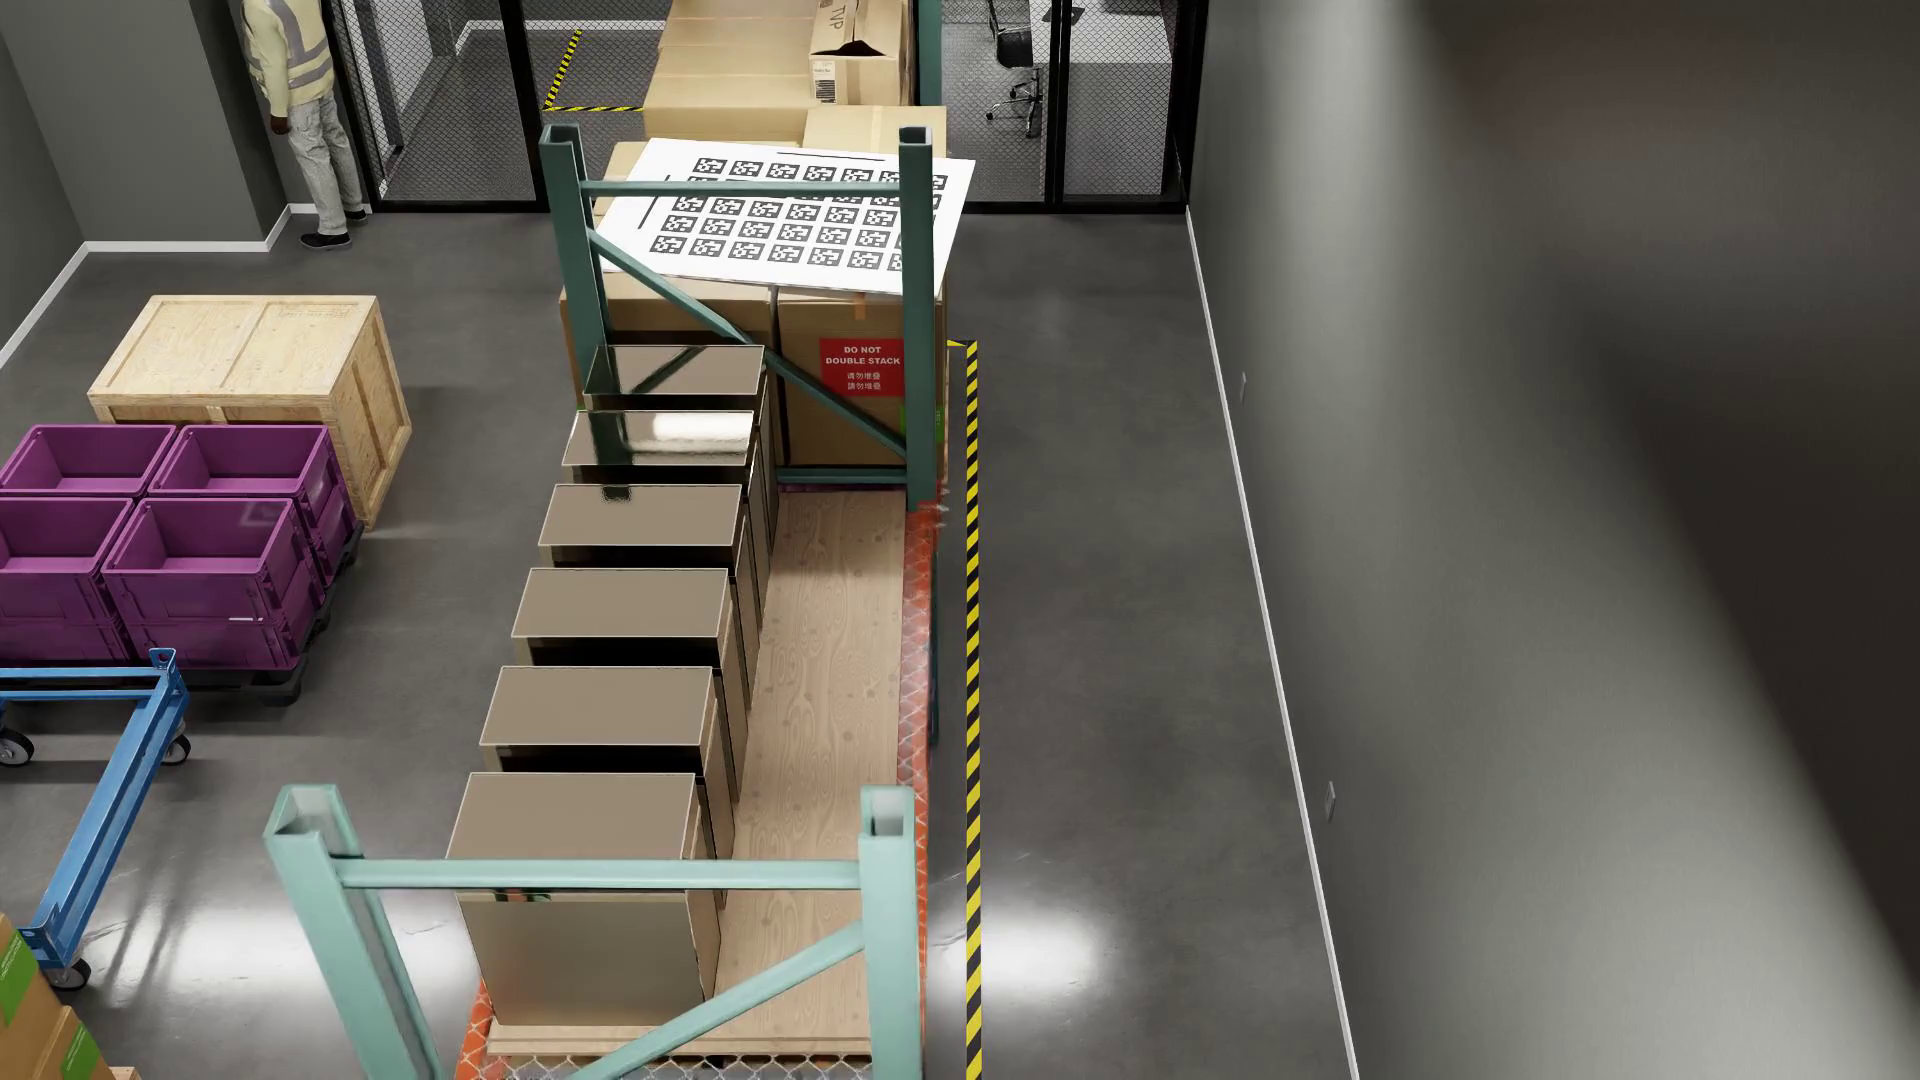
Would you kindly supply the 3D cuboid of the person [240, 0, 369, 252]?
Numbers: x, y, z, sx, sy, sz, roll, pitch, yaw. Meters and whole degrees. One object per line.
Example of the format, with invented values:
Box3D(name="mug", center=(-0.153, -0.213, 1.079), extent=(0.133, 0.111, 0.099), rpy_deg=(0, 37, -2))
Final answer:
Box3D(name="person", center=(-3.474, -2.394, 8.702), extent=(0.404, 1.832, 0.596), rpy_deg=(5, 41, 6))
